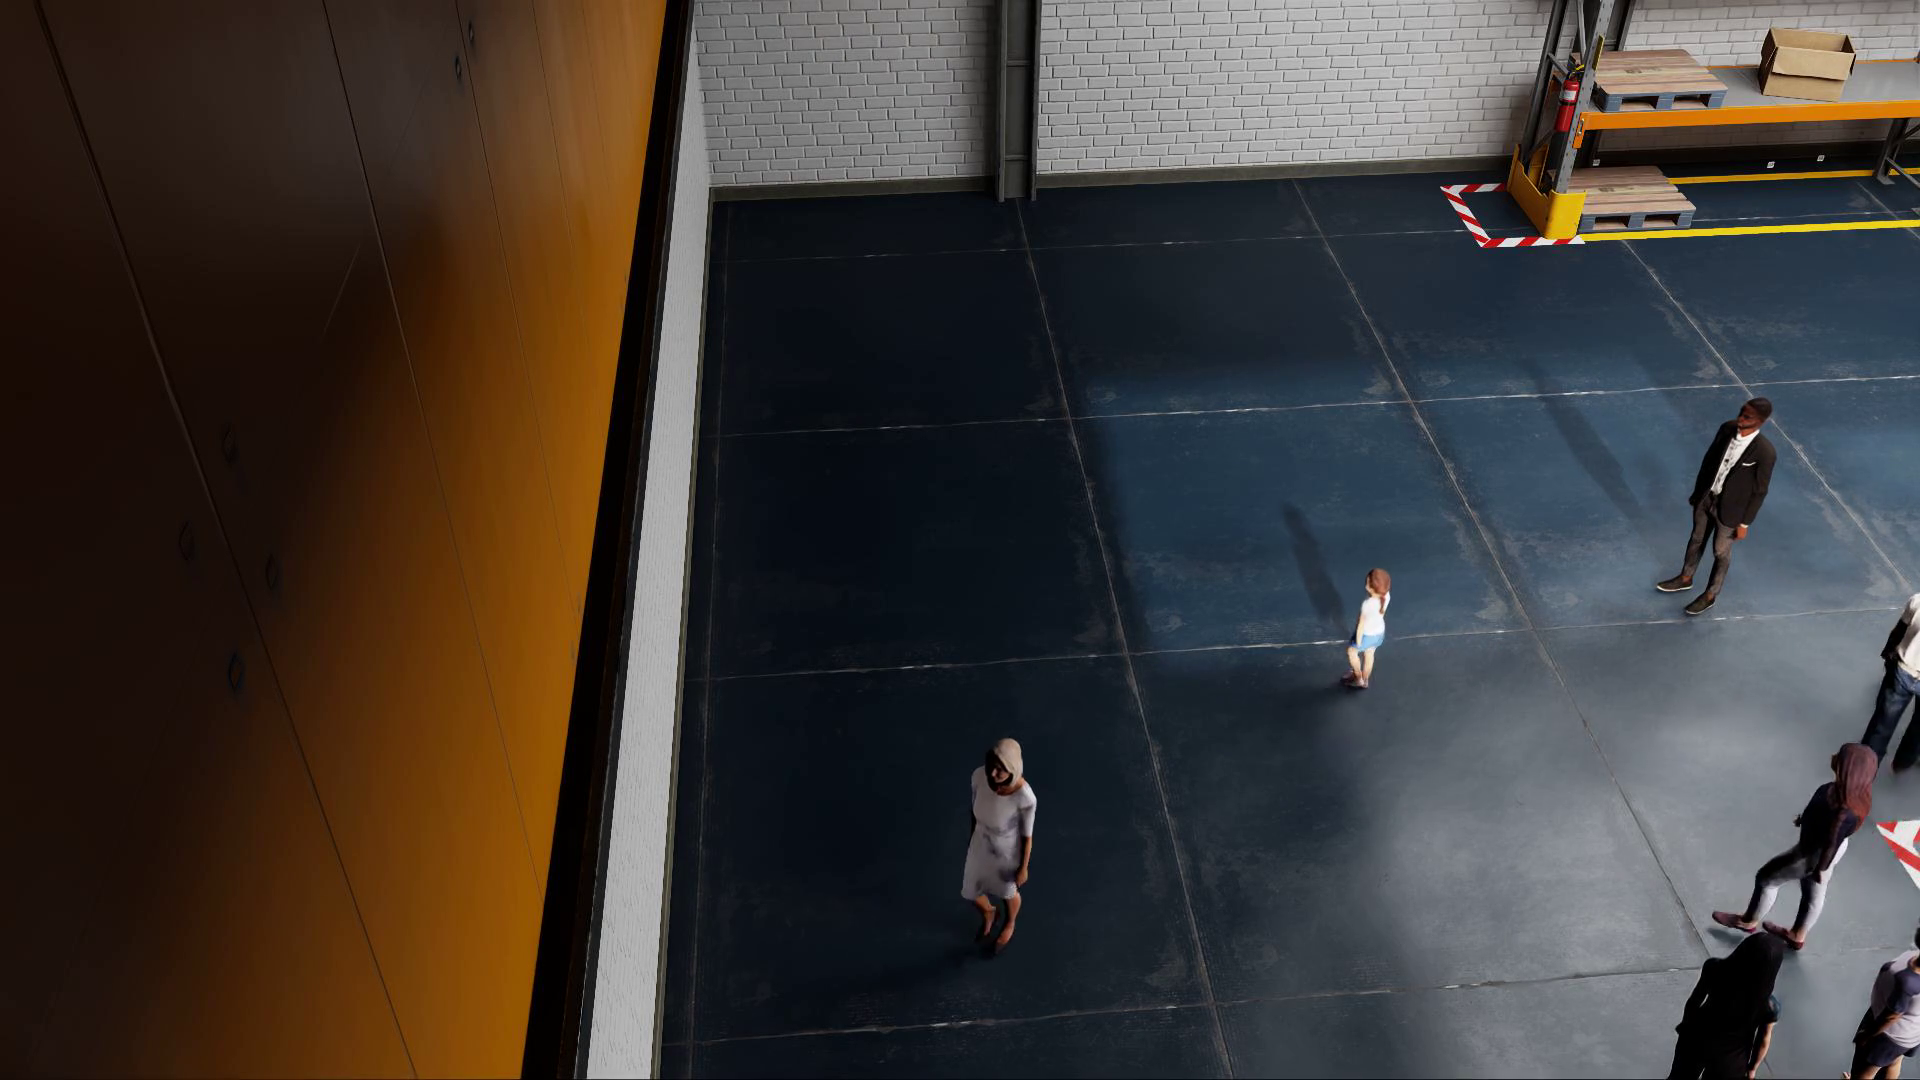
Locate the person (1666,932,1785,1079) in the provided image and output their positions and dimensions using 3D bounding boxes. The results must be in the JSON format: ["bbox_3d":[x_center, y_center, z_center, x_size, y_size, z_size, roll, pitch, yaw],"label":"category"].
[{"bbox_3d":[3.799,2.560,8.376,0.669,1.736,0.636,-29,47,-32],"label":"person"}]

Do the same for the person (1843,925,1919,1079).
[{"bbox_3d":[4.850,2.484,8.608,0.583,1.566,0.697,-19,42,-22],"label":"person"}]

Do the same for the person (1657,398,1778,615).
[{"bbox_3d":[5.451,-0.259,11.855,0.666,1.800,0.729,-16,41,-19],"label":"person"}]

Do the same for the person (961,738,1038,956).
[{"bbox_3d":[0.269,1.696,9.457,0.677,1.738,0.754,21,43,25],"label":"person"}]

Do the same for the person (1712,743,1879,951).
[{"bbox_3d":[4.944,1.781,9.465,0.861,1.596,0.804,29,47,32],"label":"person"}]

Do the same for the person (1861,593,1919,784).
[{"bbox_3d":[5.928,0.926,10.347,1.021,1.830,1.103,32,48,33],"label":"person"}]

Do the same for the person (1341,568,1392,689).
[{"bbox_3d":[2.833,0.631,11.370,0.454,1.014,0.543,-23,44,-26],"label":"person"}]
